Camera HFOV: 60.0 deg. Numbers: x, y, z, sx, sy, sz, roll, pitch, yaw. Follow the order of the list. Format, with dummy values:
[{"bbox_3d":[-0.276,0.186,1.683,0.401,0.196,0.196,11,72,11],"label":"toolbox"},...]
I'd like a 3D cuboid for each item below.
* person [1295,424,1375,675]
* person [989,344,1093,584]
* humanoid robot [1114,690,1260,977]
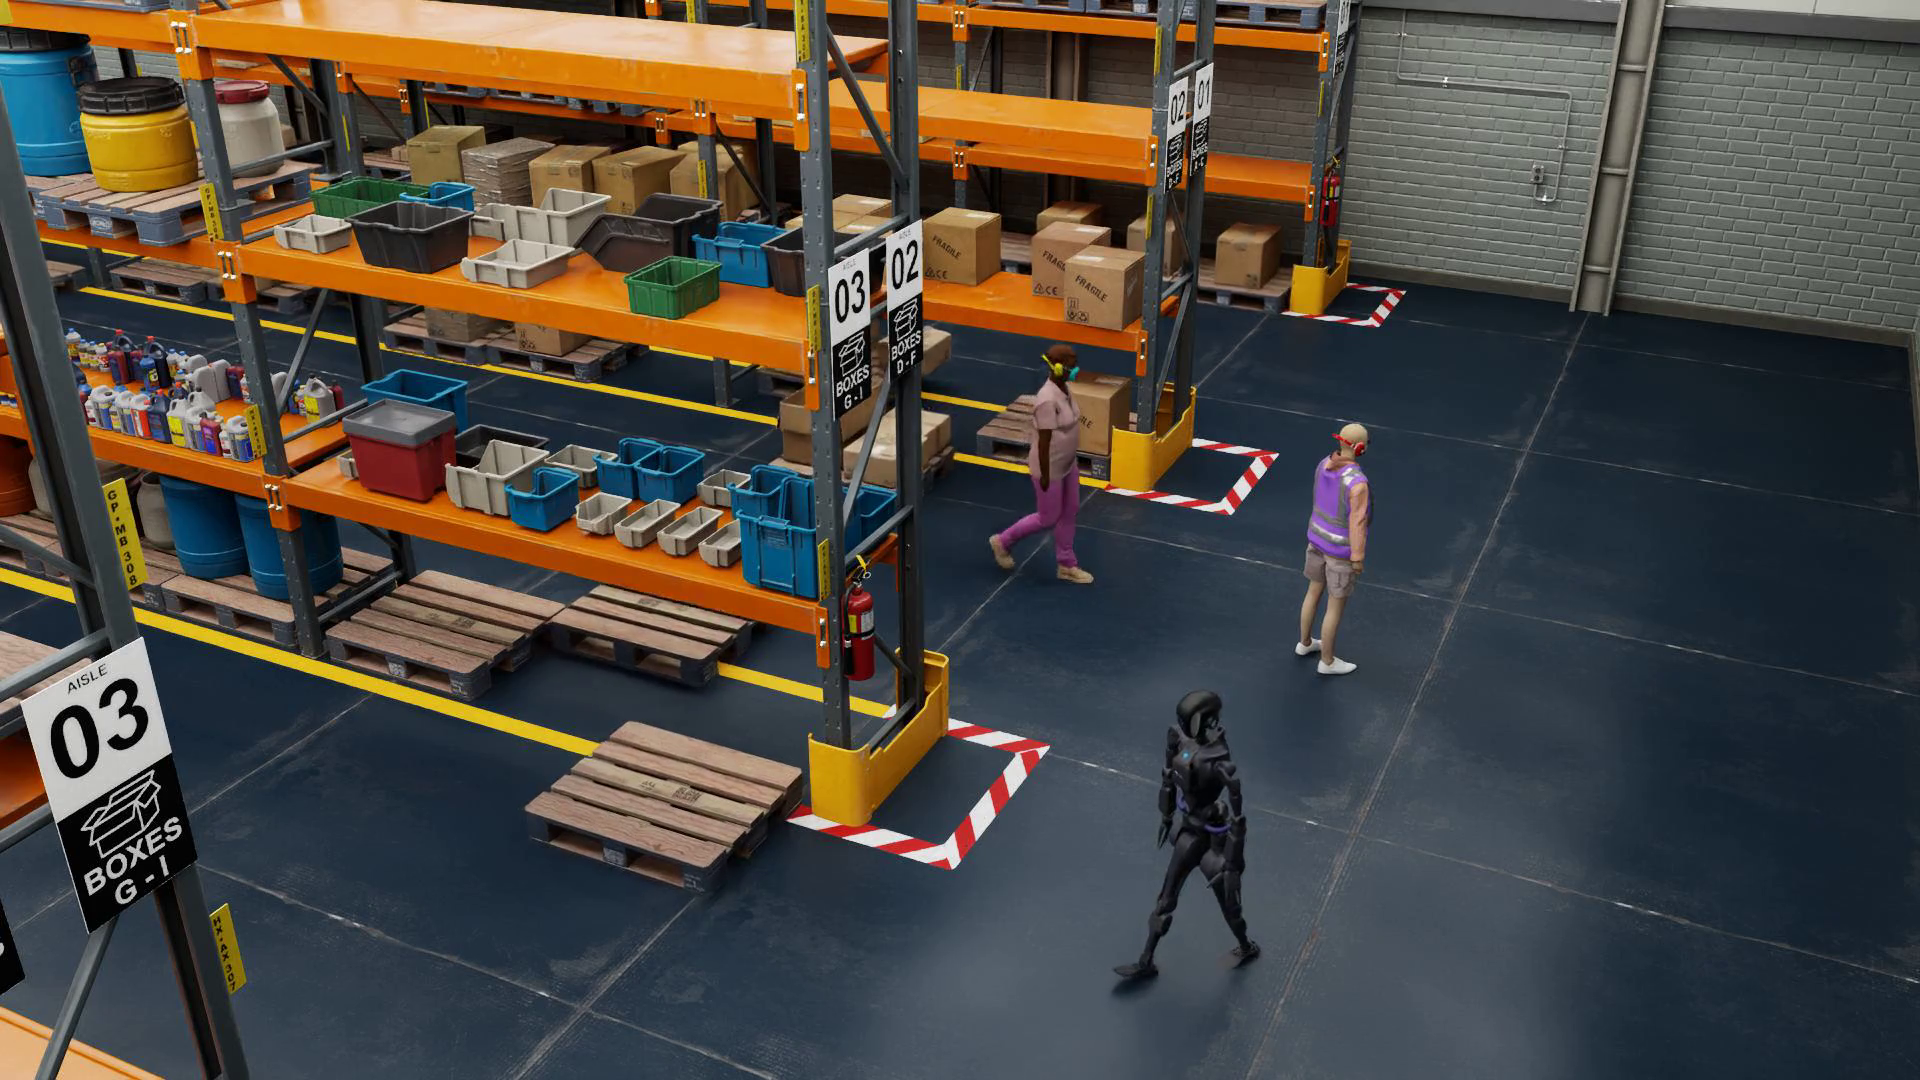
[{"bbox_3d":[2.393,0.052,10.600,0.349,1.688,0.491,-11,28,-21],"label":"person"},{"bbox_3d":[0.602,-0.525,11.662,0.654,1.774,0.541,12,29,23],"label":"person"},{"bbox_3d":[1.144,1.420,7.890,0.774,1.621,0.608,-15,30,-28],"label":"humanoid robot"}]
